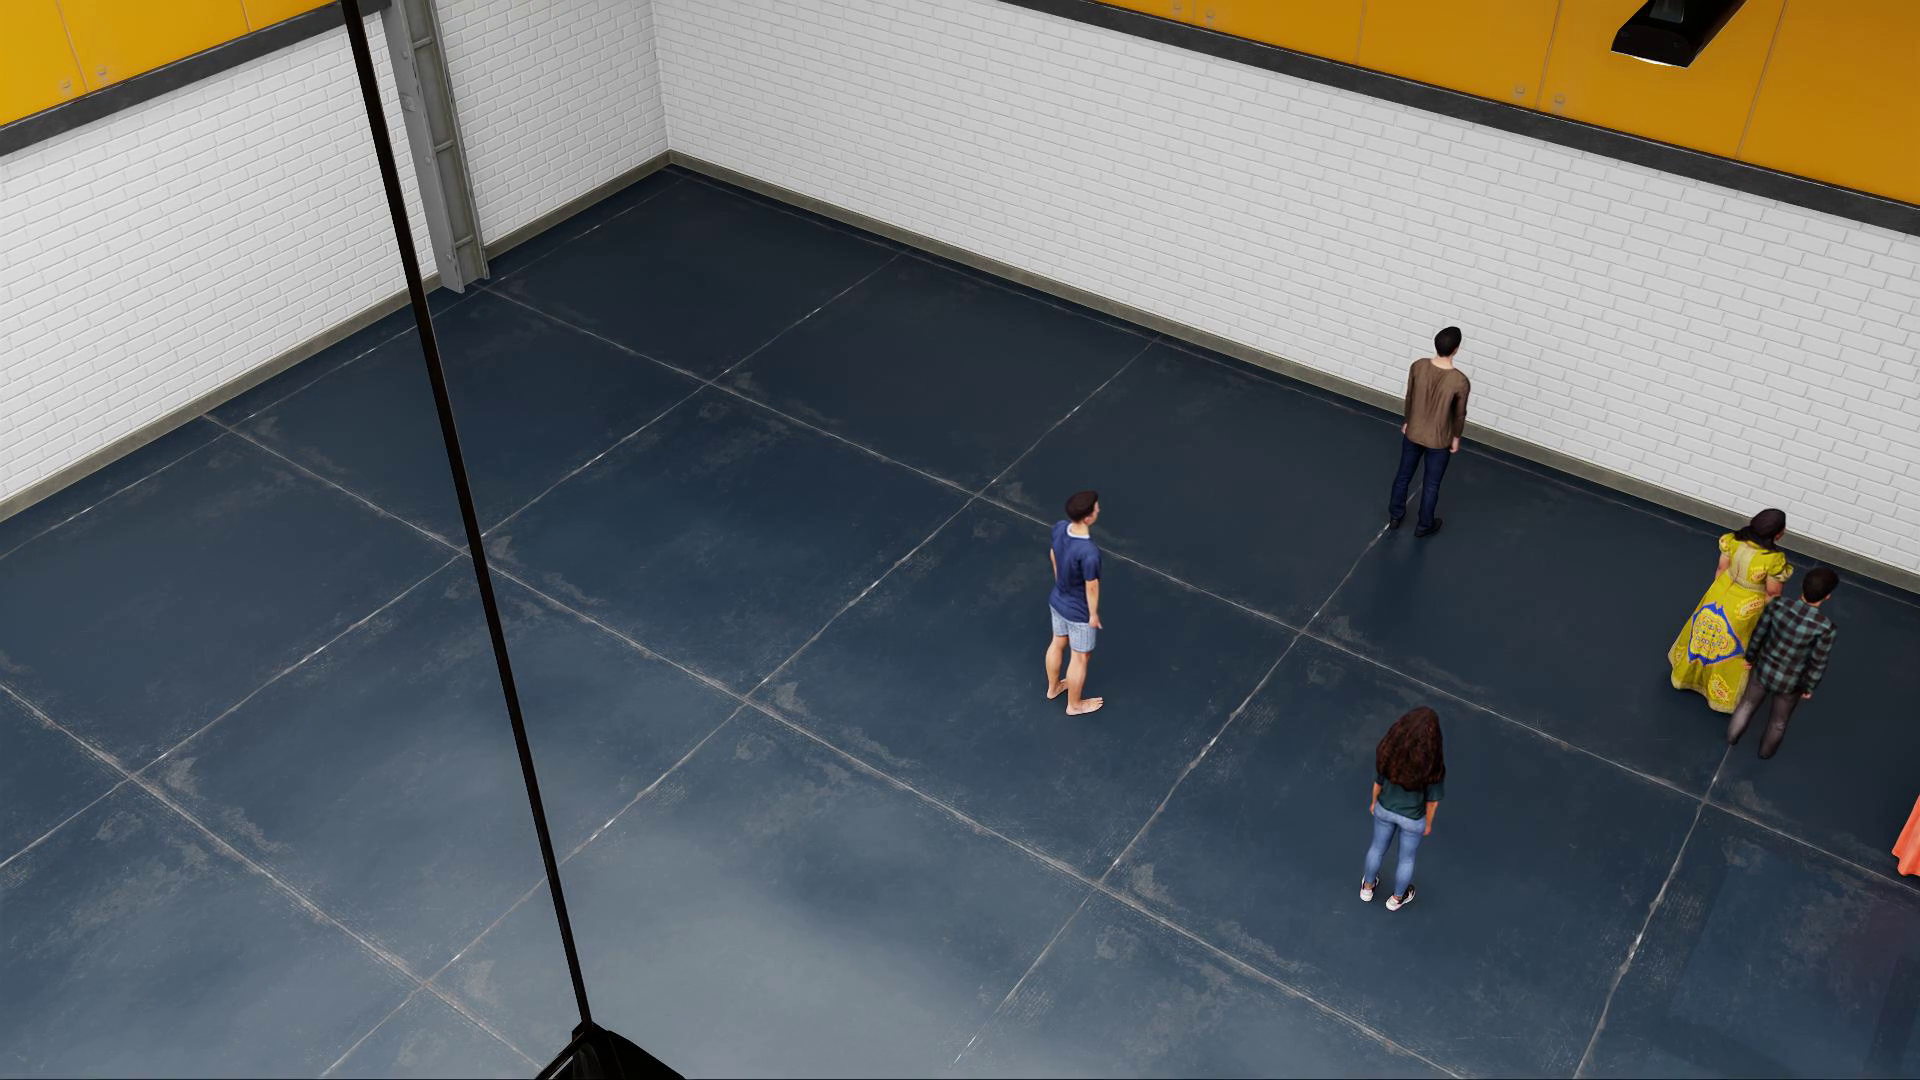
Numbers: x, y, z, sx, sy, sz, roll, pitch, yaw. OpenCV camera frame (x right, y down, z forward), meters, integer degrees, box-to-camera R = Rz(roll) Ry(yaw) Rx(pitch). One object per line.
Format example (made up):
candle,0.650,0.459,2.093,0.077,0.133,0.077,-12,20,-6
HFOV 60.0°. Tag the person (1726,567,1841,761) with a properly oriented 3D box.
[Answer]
person,5.551,0.871,11.260,0.633,1.720,0.723,-29,47,-31

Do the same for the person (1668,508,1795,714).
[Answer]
person,5.430,0.457,11.608,0.942,1.660,0.968,-22,44,-25

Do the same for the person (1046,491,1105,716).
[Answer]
person,0.790,0.429,11.493,0.681,1.847,0.692,-22,44,-25

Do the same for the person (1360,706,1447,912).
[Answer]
person,2.700,1.642,10.159,0.592,1.617,0.582,22,44,25

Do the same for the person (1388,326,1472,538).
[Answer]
person,3.685,-0.847,13.058,0.645,1.888,0.553,25,45,28
